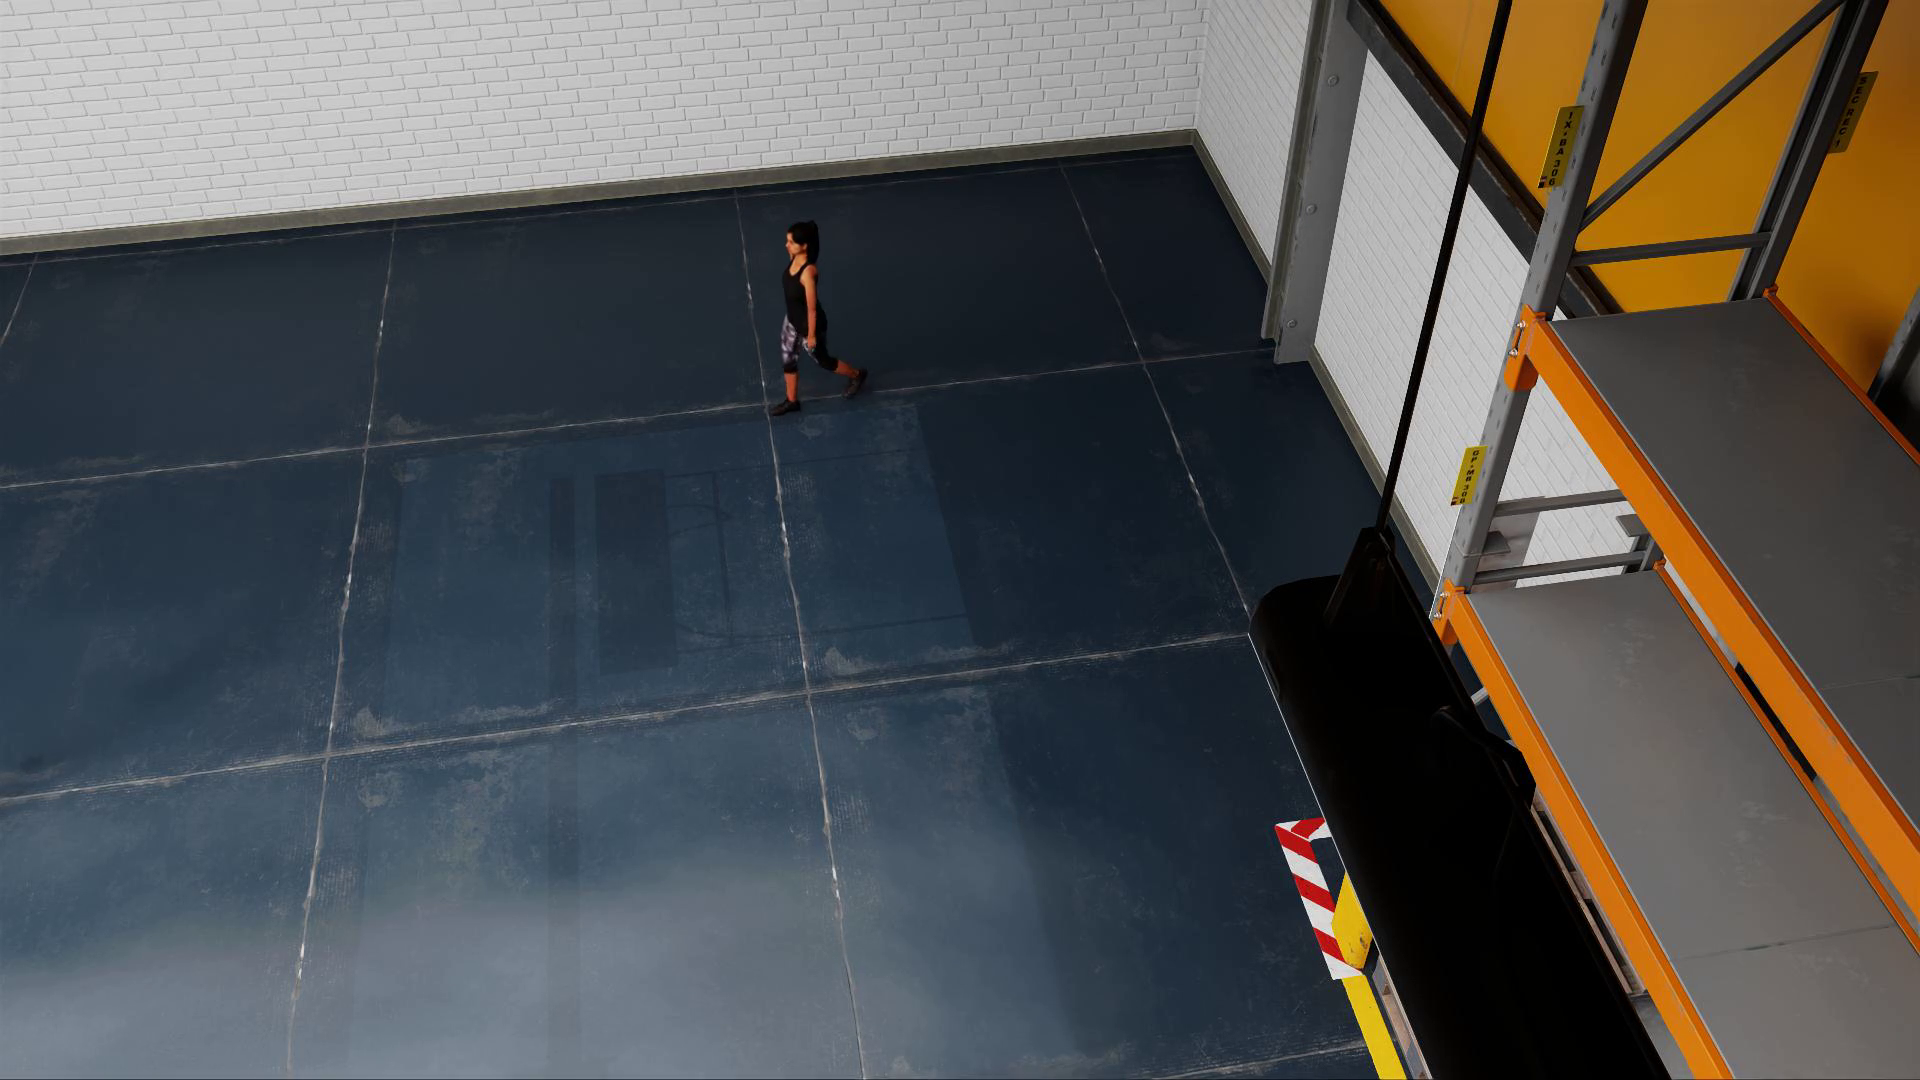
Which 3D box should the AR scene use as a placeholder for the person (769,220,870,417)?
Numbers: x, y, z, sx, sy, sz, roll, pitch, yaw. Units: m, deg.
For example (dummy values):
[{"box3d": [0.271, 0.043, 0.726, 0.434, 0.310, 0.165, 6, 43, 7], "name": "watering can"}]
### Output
[{"box3d": [-1.056, -1.626, 12.259, 0.851, 1.633, 1.045, -20, 47, -19], "name": "person"}]
